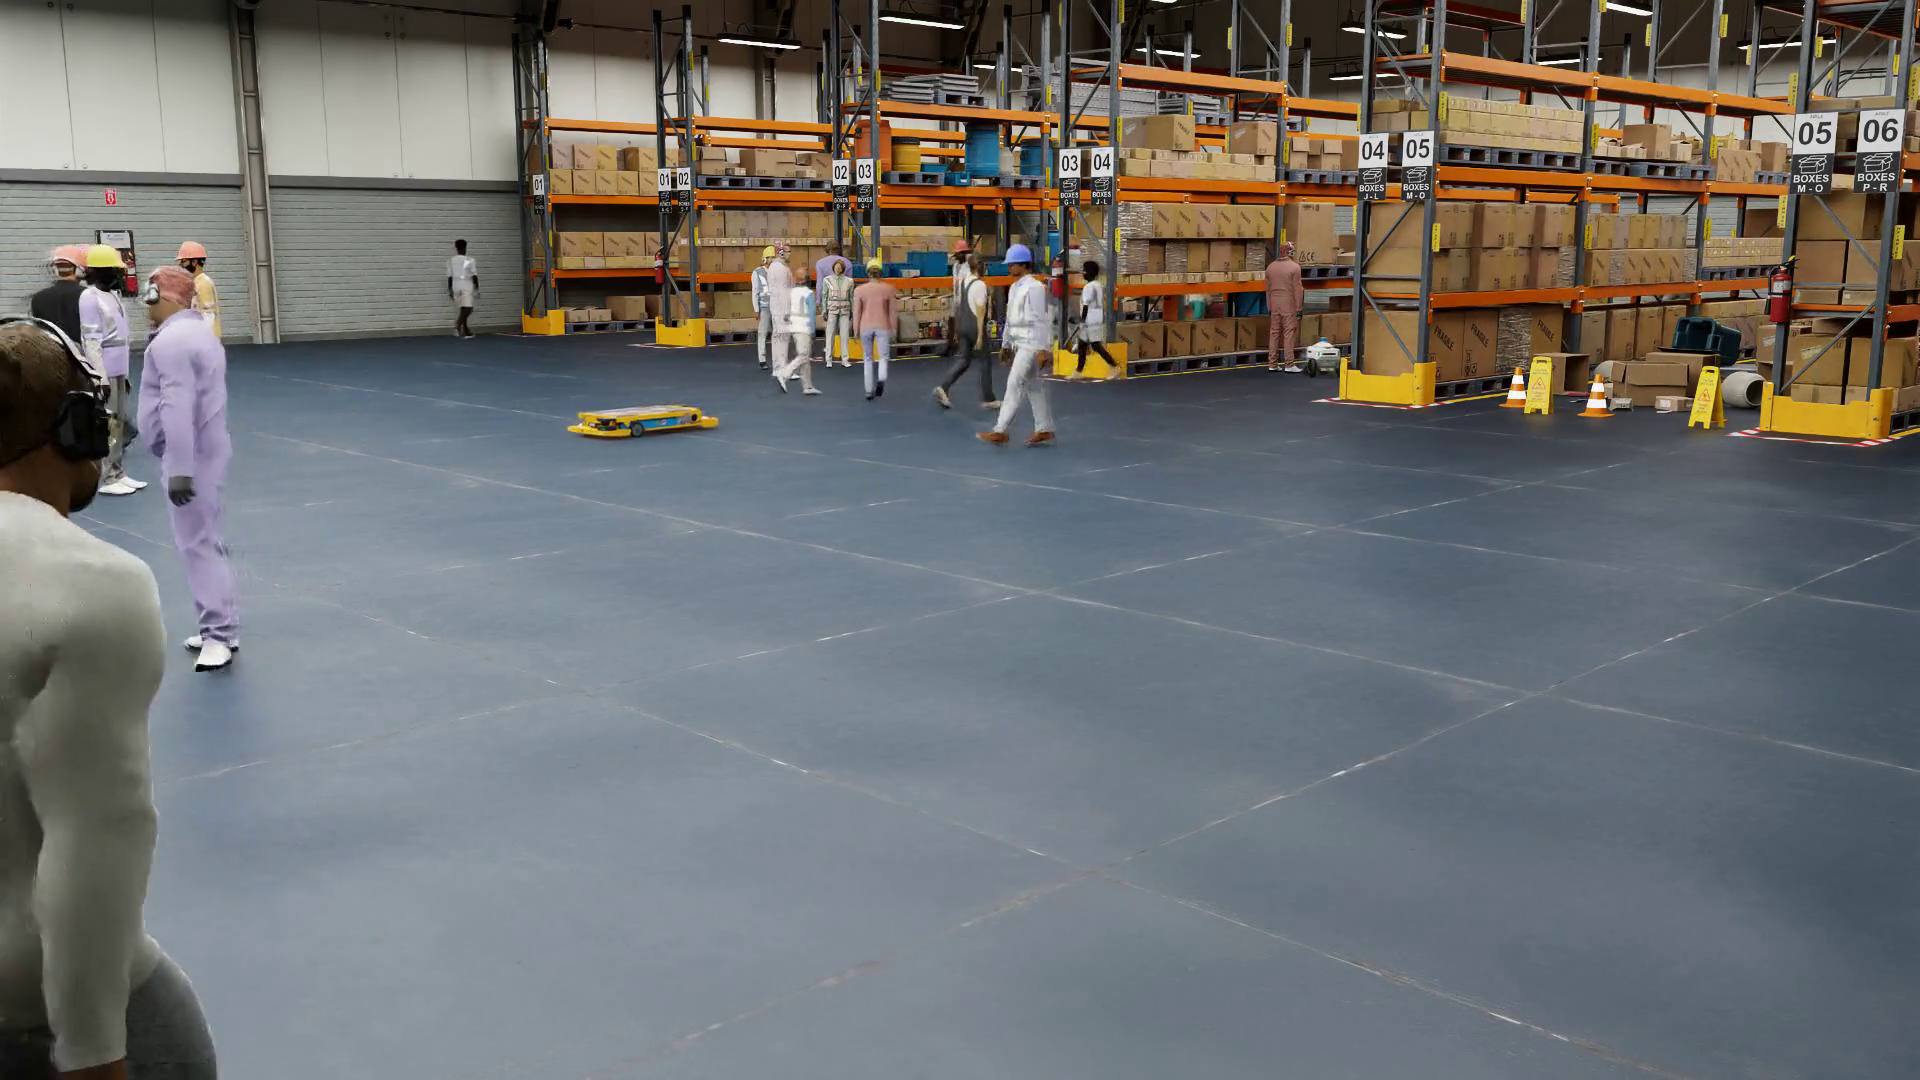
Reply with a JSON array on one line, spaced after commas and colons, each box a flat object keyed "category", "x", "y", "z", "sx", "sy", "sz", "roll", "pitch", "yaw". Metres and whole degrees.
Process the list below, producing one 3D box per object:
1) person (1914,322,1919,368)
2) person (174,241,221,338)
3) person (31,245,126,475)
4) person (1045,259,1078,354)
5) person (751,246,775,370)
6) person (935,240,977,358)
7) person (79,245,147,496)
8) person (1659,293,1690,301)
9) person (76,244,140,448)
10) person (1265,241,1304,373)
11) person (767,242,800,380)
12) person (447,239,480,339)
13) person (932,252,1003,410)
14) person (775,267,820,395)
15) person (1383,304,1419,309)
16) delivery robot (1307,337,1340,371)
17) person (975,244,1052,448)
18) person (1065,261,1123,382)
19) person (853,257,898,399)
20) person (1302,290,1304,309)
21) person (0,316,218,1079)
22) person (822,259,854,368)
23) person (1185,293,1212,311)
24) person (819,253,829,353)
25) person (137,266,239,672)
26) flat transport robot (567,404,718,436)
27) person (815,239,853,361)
[{"category": "person", "x": 9.318, "y": -1.811, "z": 15.569, "sx": 1.012, "sy": 1.960, "sz": 0.623, "roll": -10, "pitch": 15, "yaw": -44}, {"category": "person", "x": -7.711, "y": -2.051, "z": 16.894, "sx": 0.376, "sy": 1.935, "sz": 0.550, "roll": -6, "pitch": 12, "yaw": -29}, {"category": "person", "x": -7.204, "y": -1.419, "z": 13.490, "sx": 0.635, "sy": 1.938, "sz": 1.036, "roll": 0, "pitch": 10, "yaw": -3}, {"category": "person", "x": 1.694, "y": -3.984, "z": 28.325, "sx": 0.695, "sy": 1.607, "sz": 0.508, "roll": -8, "pitch": 13, "yaw": -37}, {"category": "person", "x": -2.850, "y": -3.501, "z": 25.077, "sx": 0.590, "sy": 1.837, "sz": 0.404, "roll": -8, "pitch": 13, "yaw": -36}, {"category": "person", "x": -0.041, "y": -3.902, "z": 27.055, "sx": 0.883, "sy": 1.901, "sz": 0.559, "roll": -8, "pitch": 13, "yaw": -39}, {"category": "person", "x": -6.605, "y": -1.322, "z": 12.968, "sx": 0.388, "sy": 1.922, "sz": 0.623, "roll": -2, "pitch": 11, "yaw": -11}, {"category": "person", "x": 13.026, "y": -4.468, "z": 30.099, "sx": 0.656, "sy": 1.925, "sz": 0.437, "roll": 9, "pitch": 14, "yaw": 40}, {"category": "person", "x": -7.885, "y": -1.730, "z": 15.189, "sx": 0.564, "sy": 1.918, "sz": 0.405, "roll": 10, "pitch": 14, "yaw": 42}, {"category": "person", "x": 4.777, "y": -3.409, "z": 24.382, "sx": 0.407, "sy": 1.908, "sz": 0.641, "roll": -9, "pitch": 14, "yaw": -40}, {"category": "person", "x": -2.472, "y": -3.215, "z": 23.326, "sx": 0.407, "sy": 1.908, "sz": 0.641, "roll": -3, "pitch": 11, "yaw": -18}, {"category": "person", "x": -9.696, "y": -4.879, "z": 32.312, "sx": 0.619, "sy": 1.941, "sz": 0.785, "roll": 3, "pitch": 11, "yaw": 18}, {"category": "person", "x": 0.109, "y": -2.393, "z": 19.109, "sx": 0.876, "sy": 1.820, "sz": 0.512, "roll": -7, "pitch": 13, "yaw": -34}, {"category": "person", "x": -2.053, "y": -2.598, "z": 20.779, "sx": 0.719, "sy": 1.611, "sz": 0.523, "roll": -8, "pitch": 13, "yaw": -38}, {"category": "person", "x": 6.440, "y": -3.344, "z": 24.131, "sx": 0.620, "sy": 1.872, "sz": 0.986, "roll": 8, "pitch": 13, "yaw": 38}, {"category": "delivery robot", "x": 5.218, "y": -2.664, "z": 23.871, "sx": 0.477, "sy": 0.478, "sz": 0.707, "roll": 0, "pitch": 10, "yaw": -1}, {"category": "person", "x": 0.497, "y": -1.826, "z": 15.734, "sx": 0.916, "sy": 1.904, "sz": 0.658, "roll": -3, "pitch": 11, "yaw": -17}, {"category": "person", "x": 1.860, "y": -2.992, "z": 22.791, "sx": 0.822, "sy": 1.669, "sz": 0.535, "roll": 3, "pitch": 11, "yaw": 16}, {"category": "person", "x": -1.028, "y": -2.571, "z": 20.252, "sx": 0.559, "sy": 1.738, "sz": 0.592, "roll": 0, "pitch": 10, "yaw": 0}, {"category": "person", "x": 9.189, "y": -7.322, "z": 45.483, "sx": 0.616, "sy": 1.990, "sz": 0.393, "roll": -2, "pitch": 11, "yaw": -13}, {"category": "person", "x": -1.333, "y": 0.625, "z": 2.449, "sx": 0.647, "sy": 1.877, "sz": 0.982, "roll": 5, "pitch": 11, "yaw": 25}, {"category": "person", "x": -1.853, "y": -3.446, "z": 25.316, "sx": 0.512, "sy": 1.639, "sz": 0.311, "roll": -3, "pitch": 11, "yaw": -18}, {"category": "person", "x": 4.066, "y": -4.131, "z": 28.797, "sx": 0.767, "sy": 1.741, "sz": 0.523, "roll": -7, "pitch": 12, "yaw": -33}, {"category": "person", "x": -2.181, "y": -4.209, "z": 28.943, "sx": 0.524, "sy": 1.844, "sz": 0.877, "roll": 5, "pitch": 11, "yaw": 25}, {"category": "person", "x": -3.645, "y": -0.342, "z": 7.812, "sx": 0.394, "sy": 1.860, "sz": 0.862, "roll": -3, "pitch": 11, "yaw": -17}, {"category": "flat transport robot", "x": -3.255, "y": -1.237, "z": 17.116, "sx": 0.652, "sy": 0.197, "sz": 1.431, "roll": 9, "pitch": 14, "yaw": 42}, {"category": "person", "x": -2.020, "y": -3.854, "z": 26.723, "sx": 0.634, "sy": 1.936, "sz": 0.351, "roll": -5, "pitch": 12, "yaw": -26}]
